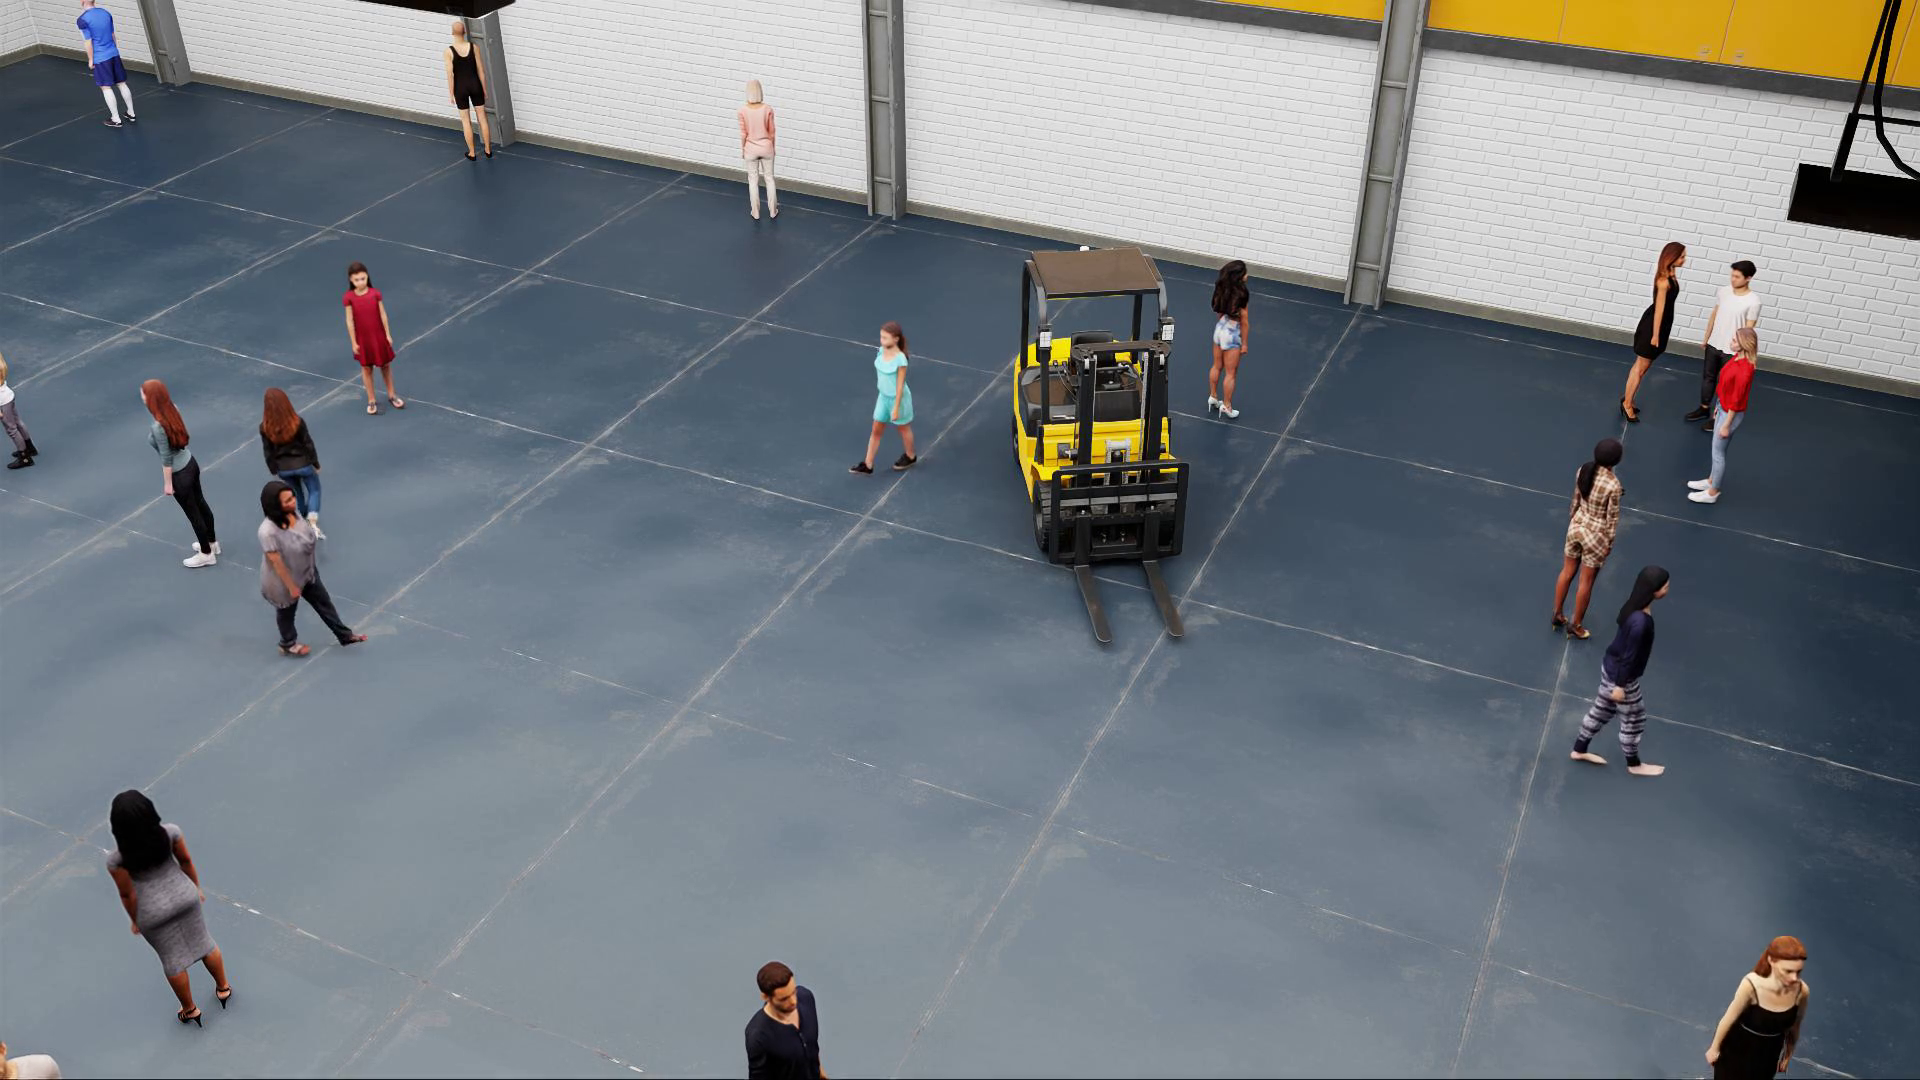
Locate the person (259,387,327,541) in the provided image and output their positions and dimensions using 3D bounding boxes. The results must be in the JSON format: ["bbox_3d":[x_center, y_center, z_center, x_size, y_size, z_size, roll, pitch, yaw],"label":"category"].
[{"bbox_3d":[-5.686,-0.617,14.215,0.815,1.475,0.859,-8,34,-11],"label":"person"}]

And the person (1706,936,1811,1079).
[{"bbox_3d":[4.272,2.715,9.073,0.745,1.618,0.794,-1,34,-1],"label":"person"}]

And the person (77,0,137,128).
[{"bbox_3d":[-11.828,-6.671,22.992,0.543,1.842,0.657,15,36,21],"label":"person"}]

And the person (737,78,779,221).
[{"bbox_3d":[-2.447,-4.752,20.210,0.649,1.724,0.742,-6,34,-9],"label":"person"}]

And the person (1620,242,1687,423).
[{"bbox_3d":[6.657,-2.000,15.971,0.510,1.834,0.569,14,36,20],"label":"person"}]

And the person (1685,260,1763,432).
[{"bbox_3d":[7.346,-1.880,15.897,0.772,1.716,0.686,-16,37,-22],"label":"person"}]

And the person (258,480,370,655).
[{"bbox_3d":[-5.242,0.238,12.841,1.020,1.572,0.799,4,34,6],"label":"person"}]

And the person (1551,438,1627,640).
[{"bbox_3d":[4.912,-0.007,13.009,0.741,1.794,0.662,-16,37,-23],"label":"person"}]

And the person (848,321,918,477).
[{"bbox_3d":[-0.538,-1.306,15.197,0.881,1.534,0.965,-24,40,-31],"label":"person"}]

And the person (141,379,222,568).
[{"bbox_3d":[-6.508,-0.563,13.892,0.672,1.743,0.659,0,34,0],"label":"person"}]

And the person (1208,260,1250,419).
[{"bbox_3d":[2.599,-1.947,16.080,0.734,1.624,0.656,-17,37,-24],"label":"person"}]

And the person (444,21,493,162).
[{"bbox_3d":[-6.459,-5.902,21.858,0.710,1.816,0.717,-18,38,-25],"label":"person"}]

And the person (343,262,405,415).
[{"bbox_3d":[-5.749,-1.996,16.220,0.677,1.553,0.736,-17,37,-24],"label":"person"}]

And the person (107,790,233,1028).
[{"bbox_3d":[-4.644,2.160,9.759,0.648,1.781,0.629,-28,43,-36],"label":"person"}]

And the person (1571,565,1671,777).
[{"bbox_3d":[4.598,0.904,11.711,0.901,1.714,0.720,9,35,13],"label":"person"}]

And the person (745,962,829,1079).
[{"bbox_3d":[-0.898,2.857,8.642,0.575,1.859,0.674,21,39,28],"label":"person"}]

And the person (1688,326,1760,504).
[{"bbox_3d":[6.819,-1.114,14.754,0.569,1.705,0.644,9,35,13],"label":"person"}]

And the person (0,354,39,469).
[{"bbox_3d":[-8.857,-1.287,15.403,0.619,1.275,0.567,-8,35,-12],"label":"person"}]
